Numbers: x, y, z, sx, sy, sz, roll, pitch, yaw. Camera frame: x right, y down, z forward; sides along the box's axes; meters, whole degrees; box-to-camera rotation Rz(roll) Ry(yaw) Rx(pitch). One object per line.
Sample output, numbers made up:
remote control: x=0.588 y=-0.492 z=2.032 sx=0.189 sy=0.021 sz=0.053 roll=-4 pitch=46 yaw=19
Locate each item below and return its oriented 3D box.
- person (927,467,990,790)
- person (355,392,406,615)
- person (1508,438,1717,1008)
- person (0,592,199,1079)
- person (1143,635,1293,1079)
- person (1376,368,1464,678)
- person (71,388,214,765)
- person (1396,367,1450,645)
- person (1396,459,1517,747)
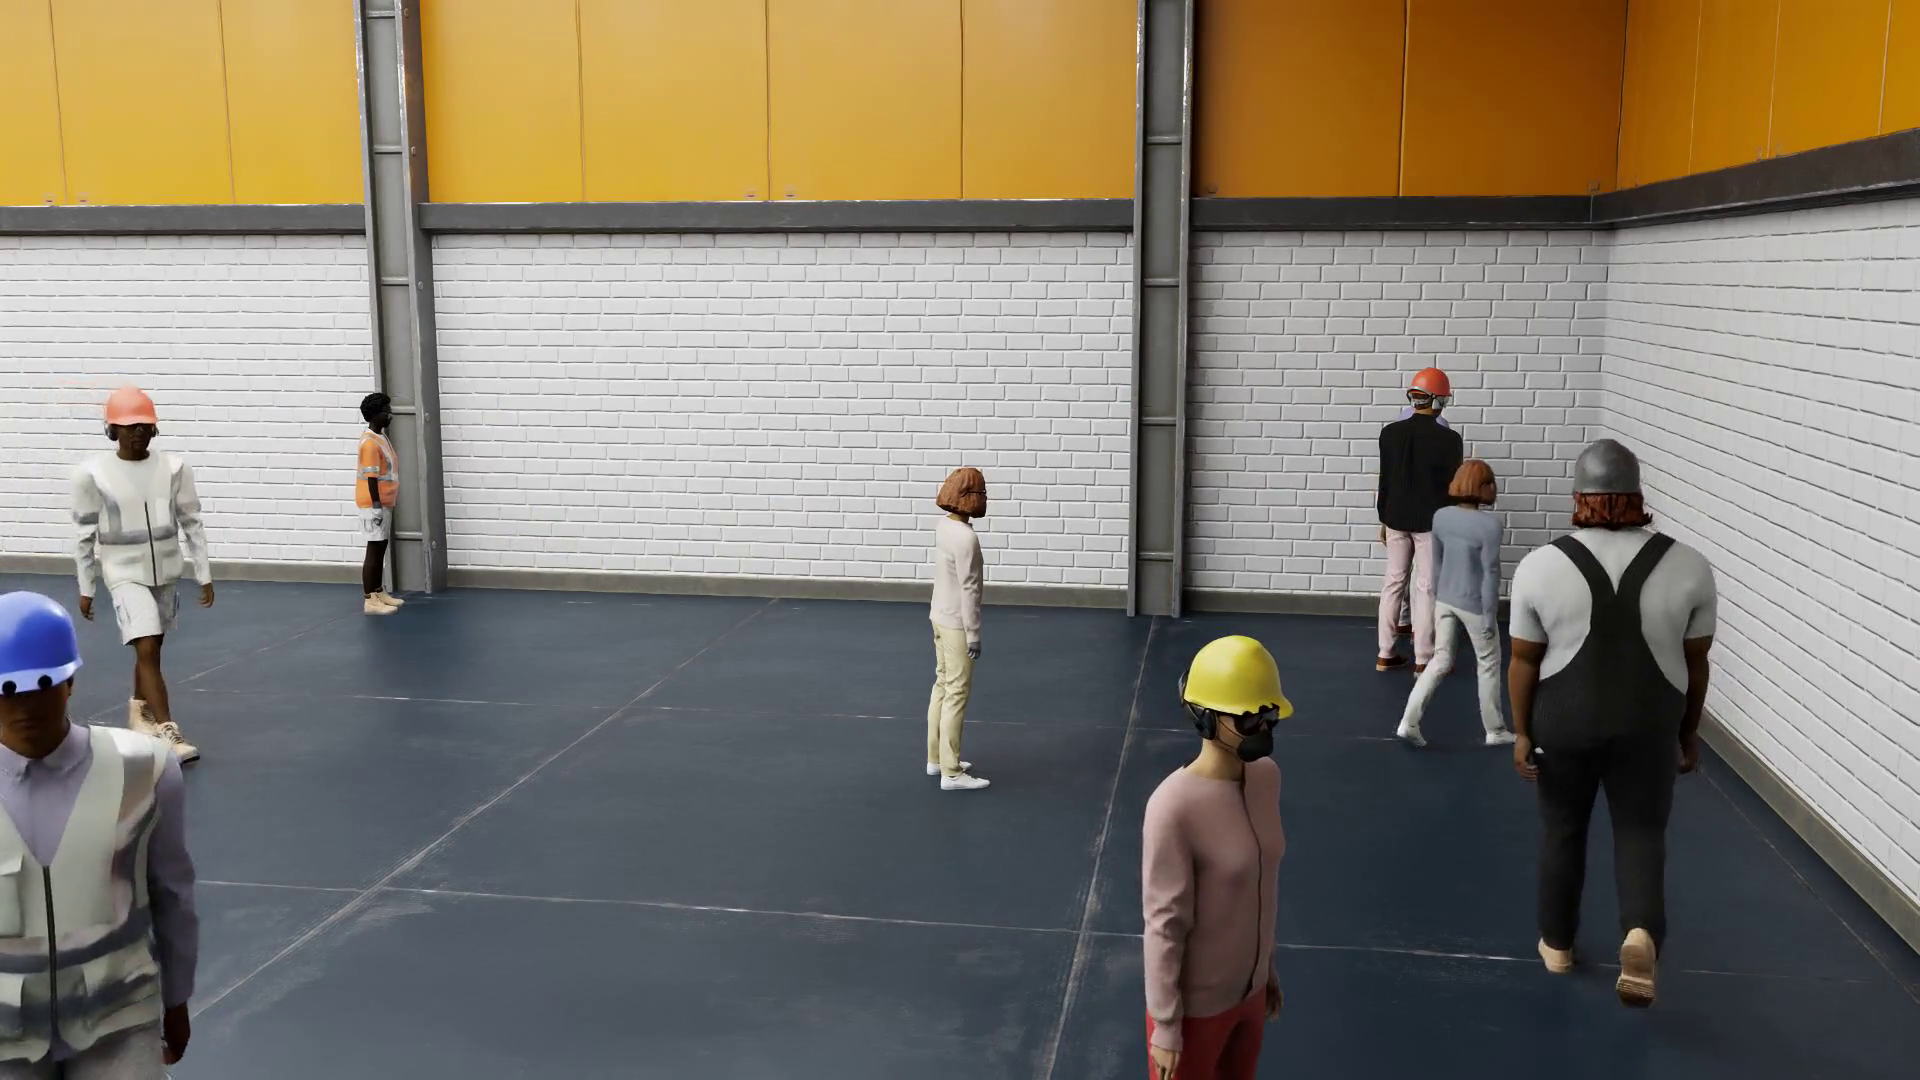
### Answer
person: x=-0.003 y=0.440 z=8.420 sx=0.285 sy=1.625 sz=0.497 roll=-3 pitch=10 yaw=-16
person: x=-4.427 y=-0.279 z=12.653 sx=0.321 sy=1.689 sz=0.530 roll=-2 pitch=9 yaw=-12
person: x=2.297 y=0.635 z=5.932 sx=0.689 sy=2.000 sz=0.734 roll=3 pitch=10 yaw=16
person: x=-1.990 y=1.057 z=3.648 sx=0.617 sy=1.929 sz=0.455 roll=-5 pitch=11 yaw=-30
person: x=0.625 y=1.090 z=3.973 sx=0.326 sy=1.767 sz=0.533 roll=8 pitch=12 yaw=39
person: x=2.962 y=-0.107 z=10.683 sx=0.402 sy=1.990 sz=0.617 roll=-9 pitch=13 yaw=-42
person: x=-4.353 y=0.179 z=8.916 sx=1.036 sy=1.987 sz=0.626 roll=9 pitch=13 yaw=43
person: x=3.238 y=-0.236 z=11.616 sx=0.364 sy=1.939 sz=0.636 roll=-2 pitch=9 yaw=-13
person: x=2.733 y=0.353 z=9.027 sx=0.758 sy=1.606 sz=0.514 roll=-5 pitch=11 yaw=-29
